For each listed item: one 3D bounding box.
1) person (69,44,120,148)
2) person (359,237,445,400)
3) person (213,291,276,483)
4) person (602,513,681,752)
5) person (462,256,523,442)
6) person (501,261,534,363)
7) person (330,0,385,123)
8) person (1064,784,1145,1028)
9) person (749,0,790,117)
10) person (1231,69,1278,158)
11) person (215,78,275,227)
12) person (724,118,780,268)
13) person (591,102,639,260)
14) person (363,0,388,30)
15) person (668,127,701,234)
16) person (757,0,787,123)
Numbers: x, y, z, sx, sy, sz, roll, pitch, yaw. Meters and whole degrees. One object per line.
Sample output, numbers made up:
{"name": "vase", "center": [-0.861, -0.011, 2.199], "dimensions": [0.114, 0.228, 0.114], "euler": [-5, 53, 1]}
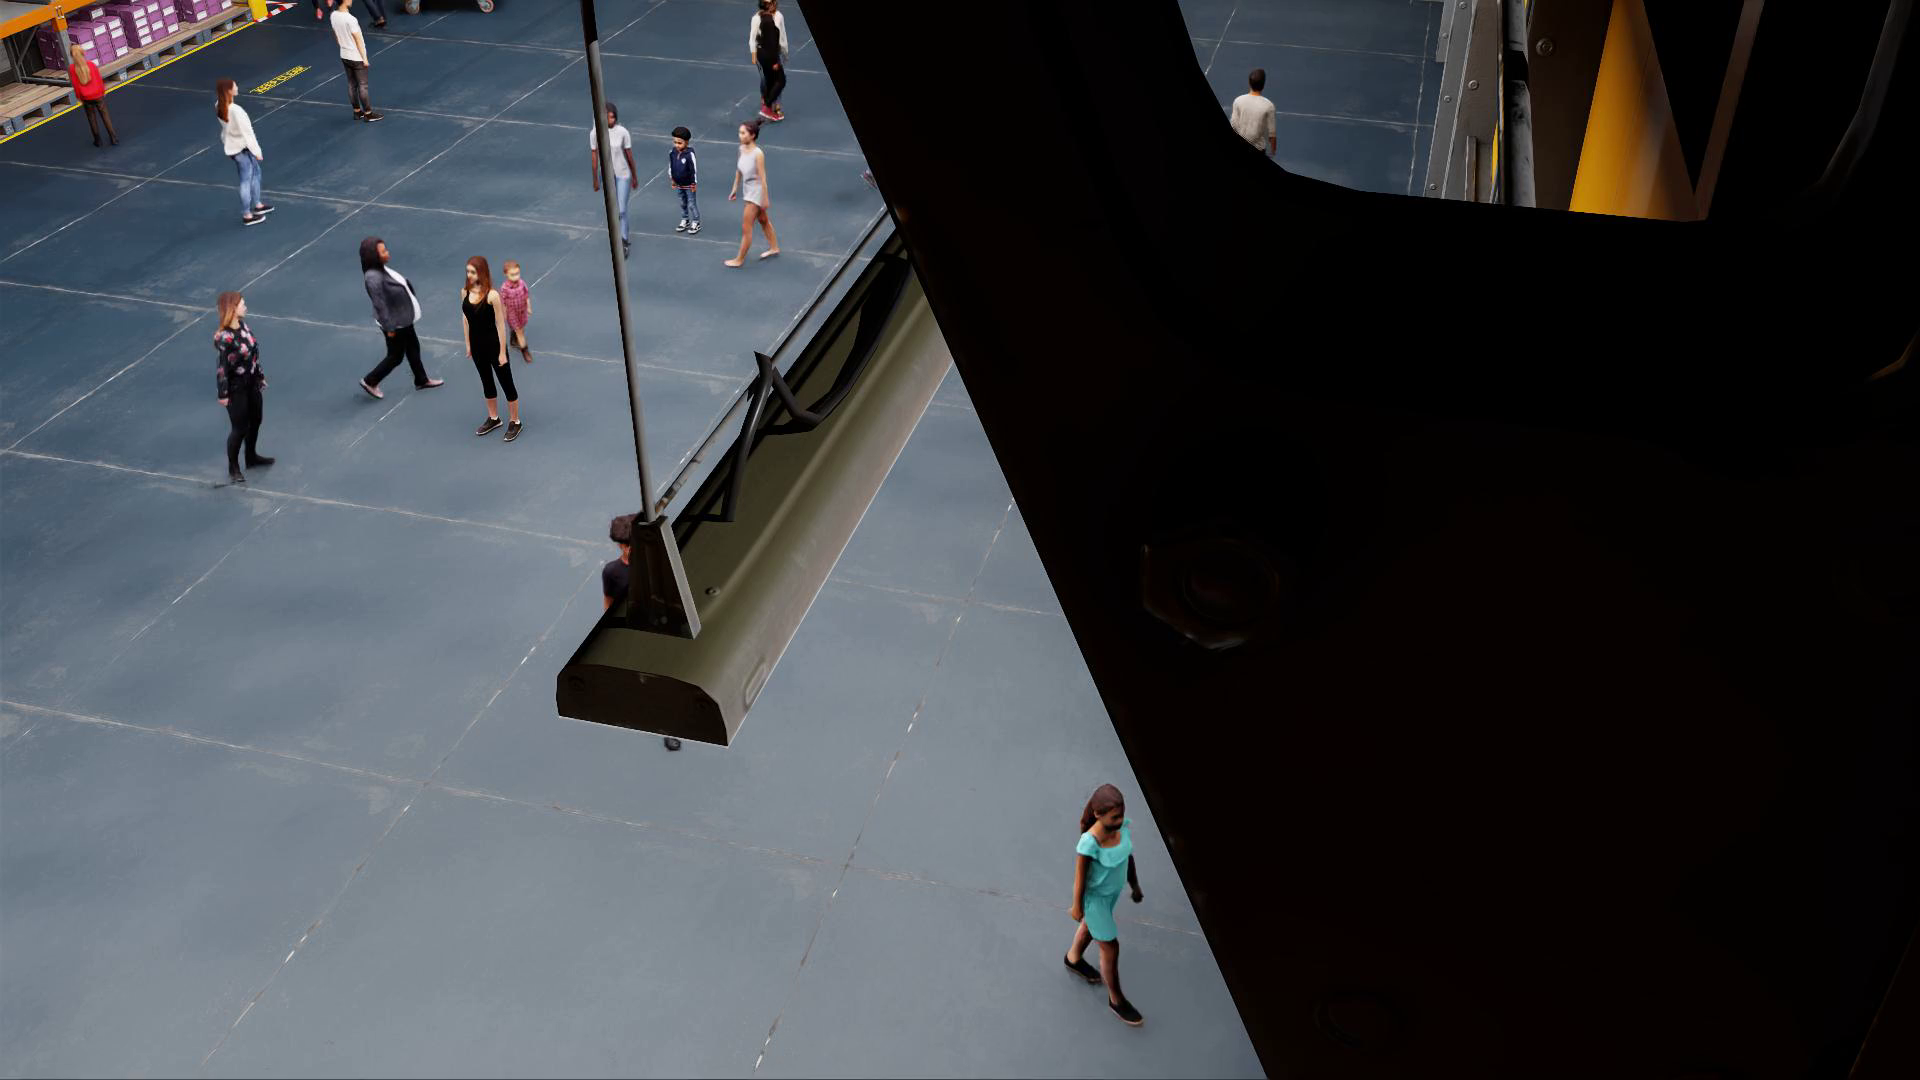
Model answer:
{"name": "person", "center": [-11.011, -5.636, 21.072], "dimensions": [0.574, 1.281, 0.633], "euler": [-17, 37, -24]}
{"name": "person", "center": [-5.320, -2.037, 15.389], "dimensions": [1.021, 1.578, 1.044], "euler": [-9, 35, -13]}
{"name": "person", "center": [-6.212, -1.300, 14.216], "dimensions": [0.827, 1.649, 0.601], "euler": [12, 35, 17]}
{"name": "person", "center": [-2.189, 0.556, 11.306], "dimensions": [0.801, 1.780, 0.906], "euler": [-7, 34, -10]}
{"name": "person", "center": [-4.178, -1.720, 14.779], "dimensions": [0.599, 1.726, 0.554], "euler": [14, 36, 20]}
{"name": "person", "center": [-4.353, -2.272, 16.261], "dimensions": [0.727, 1.004, 0.751], "euler": [-21, 39, -29]}
{"name": "person", "center": [-7.946, -6.350, 21.752], "dimensions": [0.691, 1.717, 0.651], "euler": [21, 39, 28]}
{"name": "person", "center": [0.741, 1.957, 9.419], "dimensions": [0.862, 1.535, 0.913], "euler": [26, 41, 33]}
{"name": "person", "center": [-2.519, -6.412, 21.892], "dimensions": [0.854, 1.665, 0.917], "euler": [-14, 36, -20]}
{"name": "person", "center": [3.229, -4.333, 18.680], "dimensions": [0.824, 1.759, 1.197], "euler": [15, 37, 22]}
{"name": "person", "center": [-8.211, -4.367, 18.804], "dimensions": [0.780, 1.679, 0.816], "euler": [28, 43, 35]}
{"name": "person", "center": [-2.153, -3.771, 17.997], "dimensions": [1.019, 1.579, 0.935], "euler": [-19, 38, -26]}
{"name": "person", "center": [-3.772, -3.973, 18.190], "dimensions": [0.816, 1.701, 0.996], "euler": [-4, 34, -5]}
{"name": "person", "center": [-8.820, -8.619, 25.096], "dimensions": [0.821, 1.794, 0.691], "euler": [19, 38, 26]}
{"name": "person", "center": [-3.107, -4.078, 18.781], "dimensions": [0.557, 1.222, 0.553], "euler": [18, 38, 25]}
{"name": "person", "center": [-2.565, -6.262, 21.685], "dimensions": [0.857, 1.644, 0.795], "euler": [-13, 36, -19]}
